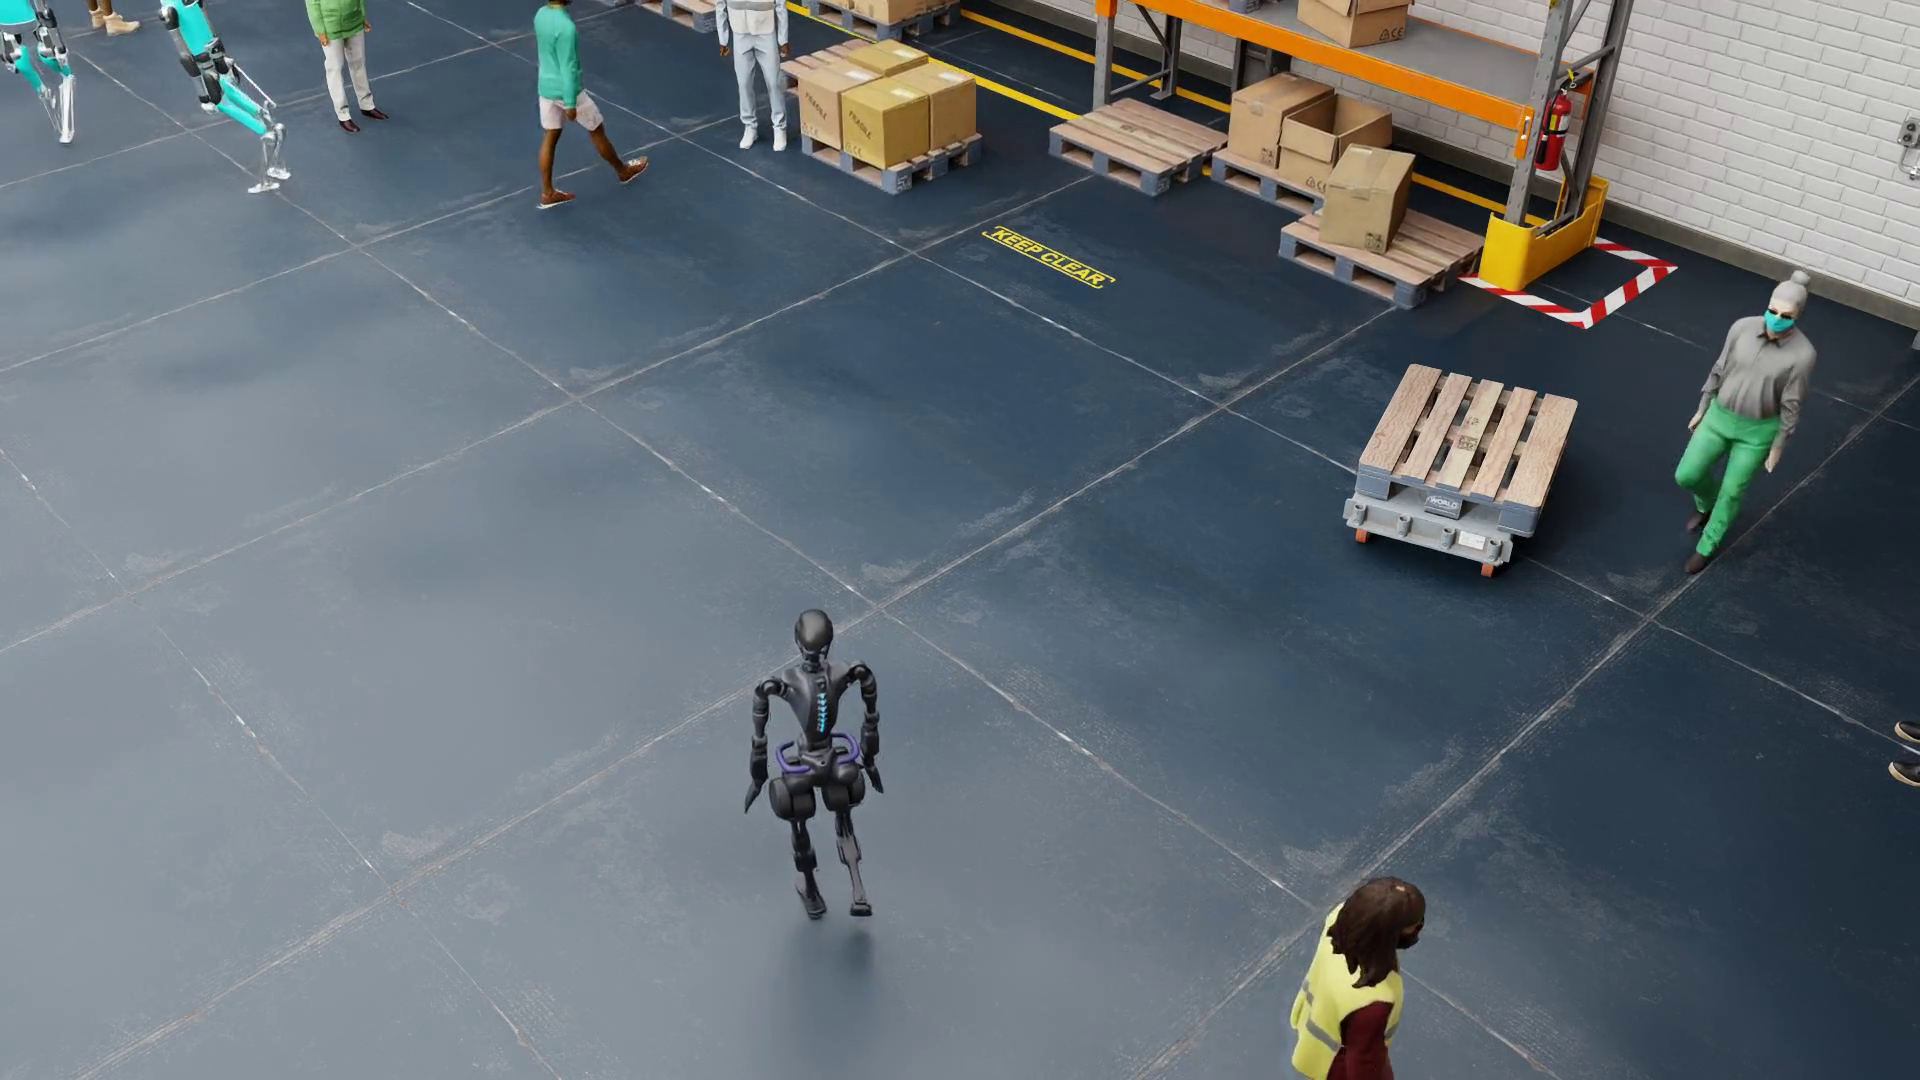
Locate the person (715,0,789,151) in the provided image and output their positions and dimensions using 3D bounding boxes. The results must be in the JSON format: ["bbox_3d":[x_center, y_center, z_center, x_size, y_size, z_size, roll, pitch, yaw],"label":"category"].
[{"bbox_3d":[-1.700,-4.159,13.684,0.596,1.907,0.408,3,37,4],"label":"person"}]

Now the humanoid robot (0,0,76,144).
[{"bbox_3d":[-7.646,-4.050,13.778,0.554,1.911,0.712,-9,38,-11],"label":"humanoid robot"}]

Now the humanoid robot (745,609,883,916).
[{"bbox_3d":[-0.603,1.024,7.013,0.607,1.645,0.452,-12,39,-16],"label":"humanoid robot"}]

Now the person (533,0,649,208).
[{"bbox_3d":[-2.989,-3.529,12.938,0.977,1.790,0.500,-31,47,-34],"label":"person"}]

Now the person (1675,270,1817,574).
[{"bbox_3d":[4.283,-0.643,9.080,0.458,1.832,0.543,-30,46,-34],"label":"person"}]

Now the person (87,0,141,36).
[{"bbox_3d":[-8.325,-5.860,15.825,0.613,2.038,0.393,27,45,31],"label":"person"}]

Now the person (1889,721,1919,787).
[{"bbox_3d":[4.802,0.328,7.703,0.381,1.957,0.601,19,41,23],"label":"person"}]

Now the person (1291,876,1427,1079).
[{"bbox_3d":[1.392,1.812,5.894,0.449,1.754,0.472,3,37,4],"label":"person"}]

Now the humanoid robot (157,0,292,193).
[{"bbox_3d":[-5.661,-3.572,13.034,0.781,1.749,0.586,3,37,3],"label":"humanoid robot"}]

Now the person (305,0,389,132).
[{"bbox_3d":[-5.246,-4.382,14.079,0.384,1.784,0.539,22,42,26],"label":"person"}]
